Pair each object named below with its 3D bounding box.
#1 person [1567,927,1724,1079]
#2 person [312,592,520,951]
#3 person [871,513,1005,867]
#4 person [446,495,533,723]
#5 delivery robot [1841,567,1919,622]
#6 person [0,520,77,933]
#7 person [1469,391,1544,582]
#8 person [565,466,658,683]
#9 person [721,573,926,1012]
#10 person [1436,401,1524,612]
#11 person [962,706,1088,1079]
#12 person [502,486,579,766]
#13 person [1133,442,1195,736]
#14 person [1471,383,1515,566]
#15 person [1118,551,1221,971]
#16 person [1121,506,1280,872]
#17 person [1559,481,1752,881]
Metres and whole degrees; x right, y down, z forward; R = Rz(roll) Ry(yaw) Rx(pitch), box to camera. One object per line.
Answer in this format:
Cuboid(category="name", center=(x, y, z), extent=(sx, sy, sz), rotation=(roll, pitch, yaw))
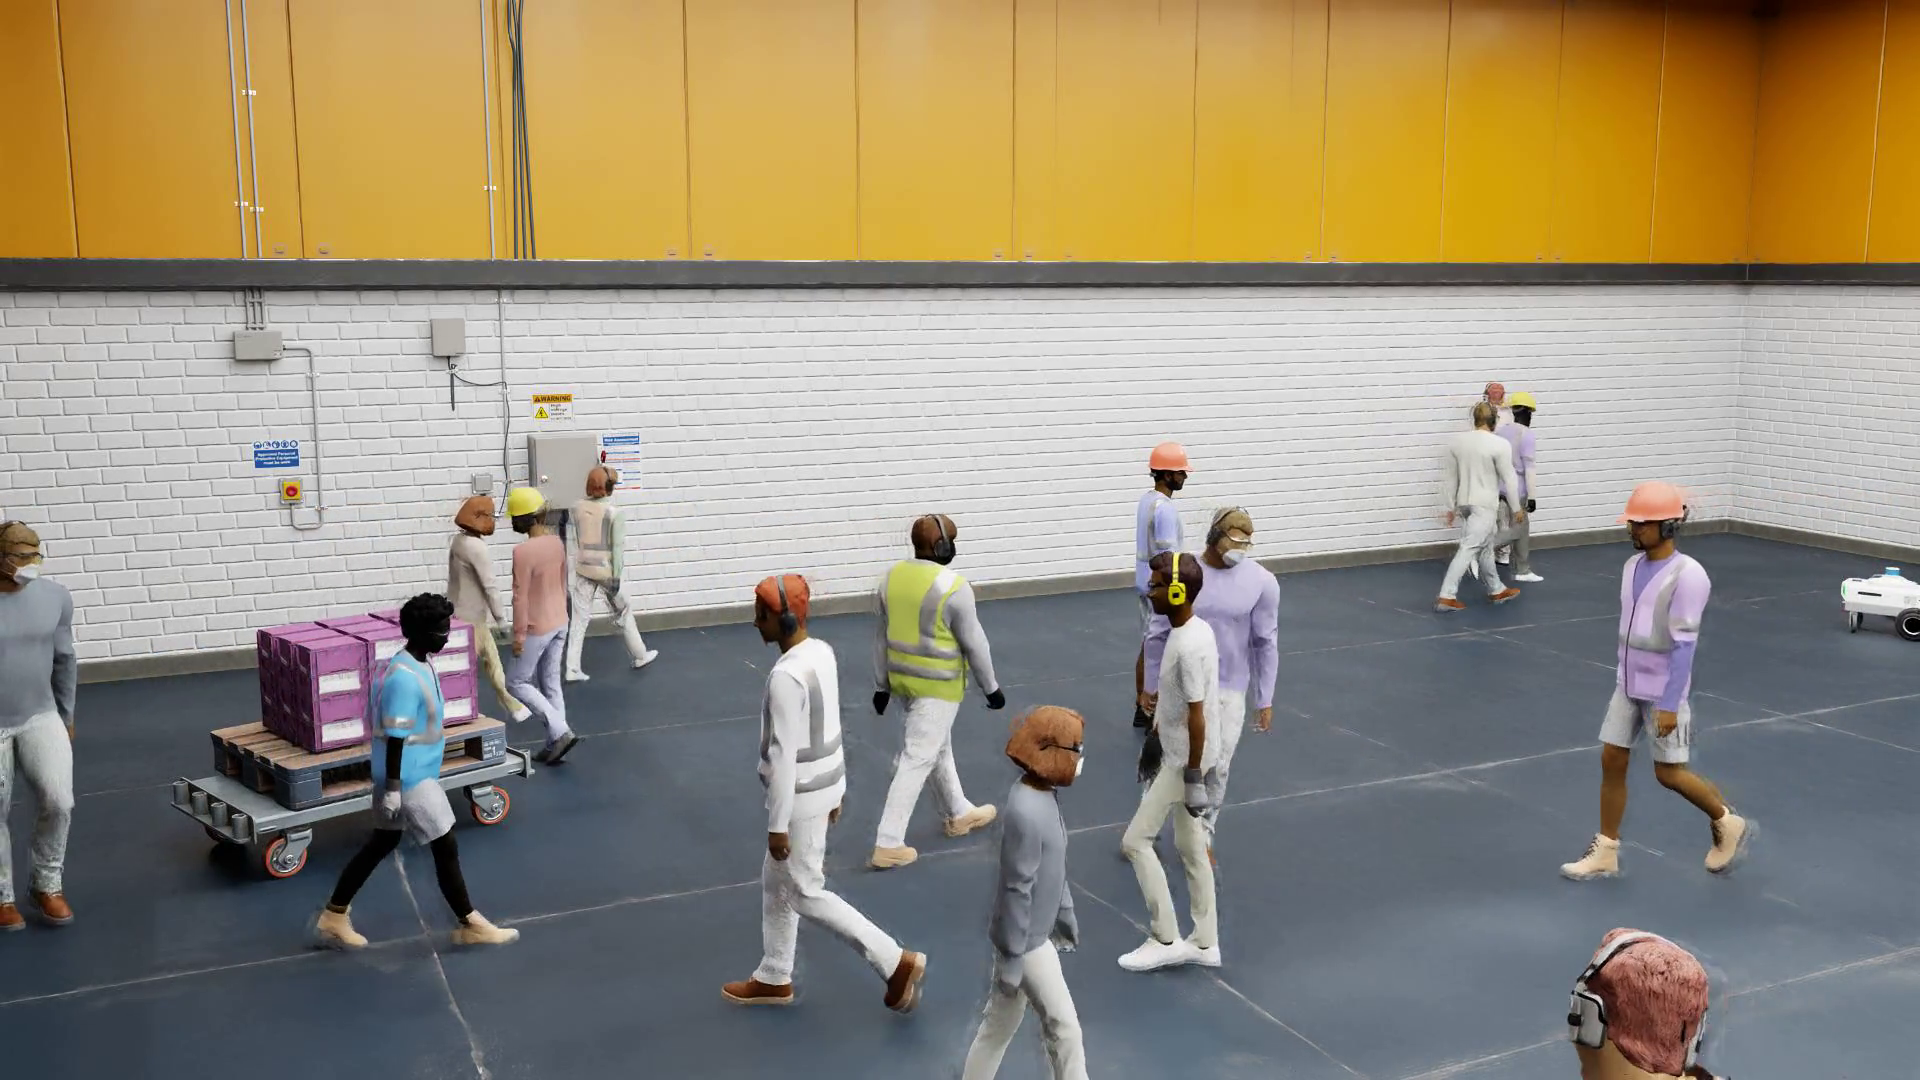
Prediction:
Cuboid(category="person", center=(1.220, 1.633, 2.930), extent=(0.531, 1.878, 0.669), rotation=(8, 12, 39))
Cuboid(category="person", center=(-2.485, 1.041, 7.370), extent=(0.891, 1.636, 0.581), rotation=(-2, 9, -13))
Cuboid(category="person", center=(-0.146, 0.760, 8.632), extent=(0.948, 1.799, 0.627), rotation=(-7, 12, -39))
Cuboid(category="person", center=(-3.066, 0.500, 10.842), extent=(0.832, 1.587, 0.514), rotation=(-6, 11, -34))
Cuboid(category="delivery robot", center=(7.798, 0.473, 13.943), extent=(0.707, 0.478, 0.477), rotation=(8, 12, 40))
Cuboid(category="person", center=(-4.324, 0.865, 7.587), extent=(0.594, 1.911, 0.663), rotation=(9, 13, 43))
Cuboid(category="person", center=(5.328, -0.498, 16.152), extent=(0.809, 1.880, 0.594), rotation=(-2, 9, -10))
Cuboid(category="person", center=(-2.667, 0.245, 12.439), extent=(0.519, 1.593, 0.874), rotation=(4, 10, 26))
Cuboid(category="person", center=(-0.564, 1.039, 6.700), extent=(0.816, 1.858, 0.586), rotation=(1, 9, 9))
Cuboid(category="person", center=(4.681, -0.303, 14.961), extent=(1.045, 1.887, 0.627), rotation=(-4, 10, -24))
Cuboid(category="person", center=(0.336, 1.343, 5.581), extent=(0.814, 1.591, 0.516), rotation=(1, 9, 6))
Cuboid(category="person", center=(-2.558, 0.537, 10.139), extent=(0.393, 1.743, 0.554), rotation=(3, 10, 18))
Cuboid(category="person", center=(1.340, 0.320, 10.900), extent=(0.364, 1.935, 0.553), rotation=(-2, 9, -10))
Cuboid(category="person", center=(5.466, -0.667, 17.131), extent=(0.651, 1.904, 0.403), rotation=(-5, 10, -27))
Cuboid(category="person", center=(0.899, 0.957, 7.224), extent=(0.579, 1.847, 0.518), rotation=(2, 9, 15))
Cuboid(category="person", center=(1.232, 0.750, 8.375), extent=(0.723, 1.894, 0.434), rotation=(2, 9, 10))
Cuboid(category="person", center=(3.483, 0.710, 8.233), extent=(0.887, 2.021, 0.611), rotation=(-2, 9, -14))
